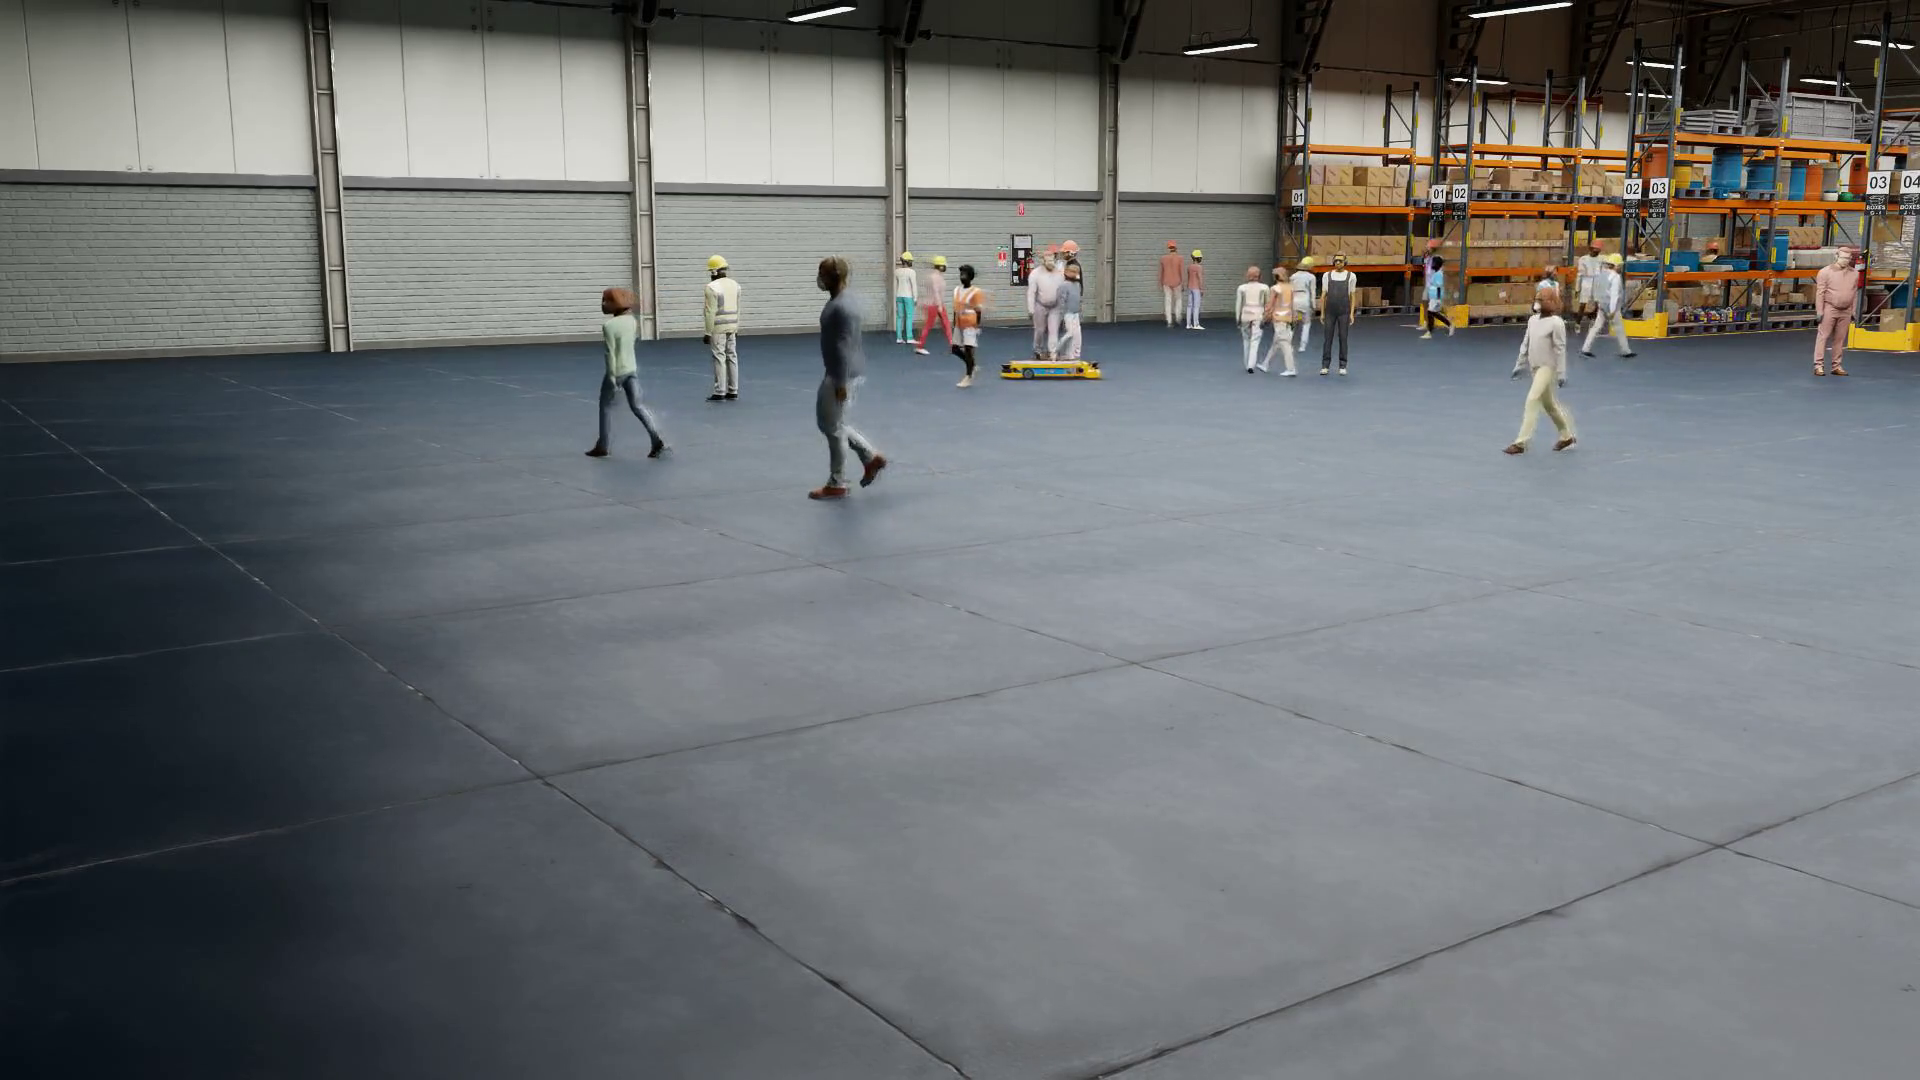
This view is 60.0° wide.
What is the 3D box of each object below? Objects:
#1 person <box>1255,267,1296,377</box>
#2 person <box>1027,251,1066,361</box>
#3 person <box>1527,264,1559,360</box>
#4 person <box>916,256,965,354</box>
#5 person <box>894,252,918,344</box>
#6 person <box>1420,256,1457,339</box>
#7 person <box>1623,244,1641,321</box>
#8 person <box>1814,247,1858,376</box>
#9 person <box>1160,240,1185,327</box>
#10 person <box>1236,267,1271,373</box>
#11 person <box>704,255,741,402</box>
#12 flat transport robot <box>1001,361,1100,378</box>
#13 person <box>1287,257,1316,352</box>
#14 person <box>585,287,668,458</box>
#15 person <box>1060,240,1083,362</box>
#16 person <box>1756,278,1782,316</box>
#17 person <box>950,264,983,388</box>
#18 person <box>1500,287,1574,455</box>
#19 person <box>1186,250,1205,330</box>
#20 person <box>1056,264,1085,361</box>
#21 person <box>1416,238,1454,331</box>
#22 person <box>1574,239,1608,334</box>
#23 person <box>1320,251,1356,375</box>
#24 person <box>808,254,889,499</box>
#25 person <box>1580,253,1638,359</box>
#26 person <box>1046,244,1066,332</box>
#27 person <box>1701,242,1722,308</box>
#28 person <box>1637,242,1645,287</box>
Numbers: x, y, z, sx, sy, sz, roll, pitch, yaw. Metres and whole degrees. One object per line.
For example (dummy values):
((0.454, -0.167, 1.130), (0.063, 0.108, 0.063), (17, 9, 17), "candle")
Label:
((4.693, -3.234, 24.685), (0.528, 1.593, 0.850), (-10, 14, -43), "person")
((1.394, -3.818, 27.275), (0.652, 1.845, 0.964), (-2, 10, -9), "person")
((9.542, -3.694, 27.186), (0.523, 1.616, 0.719), (-8, 13, -39), "person")
((-0.361, -4.092, 29.078), (0.923, 1.715, 0.551), (3, 11, 16), "person")
((-1.034, -4.659, 32.060), (0.533, 1.765, 0.320), (8, 13, 37), "person")
((9.657, -4.872, 33.461), (0.660, 1.679, 0.539), (2, 11, 10), "person")
((15.112, -5.754, 37.716), (0.994, 1.900, 0.644), (-5, 11, -25), "person")
((13.028, -3.385, 24.702), (0.636, 1.902, 0.404), (-1, 10, -5), "person")
((4.907, -5.891, 38.249), (0.614, 1.961, 0.813), (3, 11, 18), "person")
((4.450, -3.344, 25.295), (0.510, 1.601, 0.826), (4, 11, 21), "person")
((-2.990, -2.635, 20.777), (0.403, 1.832, 0.586), (7, 12, 32), "person")
((1.318, -2.498, 24.309), (1.431, 0.197, 0.652), (0, 10, 2), "flat transport robot")
((6.091, -4.184, 29.619), (0.493, 1.703, 0.436), (6, 12, 30), "person")
((-3.120, -1.552, 15.449), (0.809, 1.601, 0.495), (5, 12, 27), "person")
((1.829, -3.936, 27.456), (0.391, 1.996, 0.612), (-1, 10, -7), "person")
((21.085, -6.769, 43.330), (0.487, 1.865, 0.589), (-9, 13, -39), "person")
((0.116, -2.931, 22.773), (0.449, 1.685, 0.548), (-9, 14, -42), "person")
((5.561, -1.610, 15.827), (0.862, 1.591, 0.501), (-2, 11, -11), "person")
((5.242, -5.557, 36.979), (0.311, 1.768, 0.531), (-6, 12, -30), "person")
((1.788, -3.672, 27.043), (0.406, 1.617, 0.495), (8, 13, 37), "person")
((10.433, -5.587, 36.461), (0.709, 2.027, 0.614), (-2, 11, -11), "person")
((13.311, -5.332, 35.072), (0.672, 2.008, 0.556), (2, 11, 10), "person")
((5.632, -3.378, 24.814), (0.505, 1.846, 0.346), (3, 11, 17), "person")
((-0.900, -1.271, 13.060), (0.562, 1.926, 0.632), (-2, 11, -12), "person")
((10.941, -3.922, 27.989), (0.970, 1.787, 0.594), (-1, 10, -8), "person")
((2.047, -5.480, 36.198), (0.933, 1.904, 0.544), (-8, 13, -38), "person")
((18.694, -6.425, 41.305), (0.607, 1.917, 0.578), (-9, 14, -42), "person")
((18.763, -7.281, 46.009), (0.713, 1.911, 0.587), (-5, 11, -25), "person")
